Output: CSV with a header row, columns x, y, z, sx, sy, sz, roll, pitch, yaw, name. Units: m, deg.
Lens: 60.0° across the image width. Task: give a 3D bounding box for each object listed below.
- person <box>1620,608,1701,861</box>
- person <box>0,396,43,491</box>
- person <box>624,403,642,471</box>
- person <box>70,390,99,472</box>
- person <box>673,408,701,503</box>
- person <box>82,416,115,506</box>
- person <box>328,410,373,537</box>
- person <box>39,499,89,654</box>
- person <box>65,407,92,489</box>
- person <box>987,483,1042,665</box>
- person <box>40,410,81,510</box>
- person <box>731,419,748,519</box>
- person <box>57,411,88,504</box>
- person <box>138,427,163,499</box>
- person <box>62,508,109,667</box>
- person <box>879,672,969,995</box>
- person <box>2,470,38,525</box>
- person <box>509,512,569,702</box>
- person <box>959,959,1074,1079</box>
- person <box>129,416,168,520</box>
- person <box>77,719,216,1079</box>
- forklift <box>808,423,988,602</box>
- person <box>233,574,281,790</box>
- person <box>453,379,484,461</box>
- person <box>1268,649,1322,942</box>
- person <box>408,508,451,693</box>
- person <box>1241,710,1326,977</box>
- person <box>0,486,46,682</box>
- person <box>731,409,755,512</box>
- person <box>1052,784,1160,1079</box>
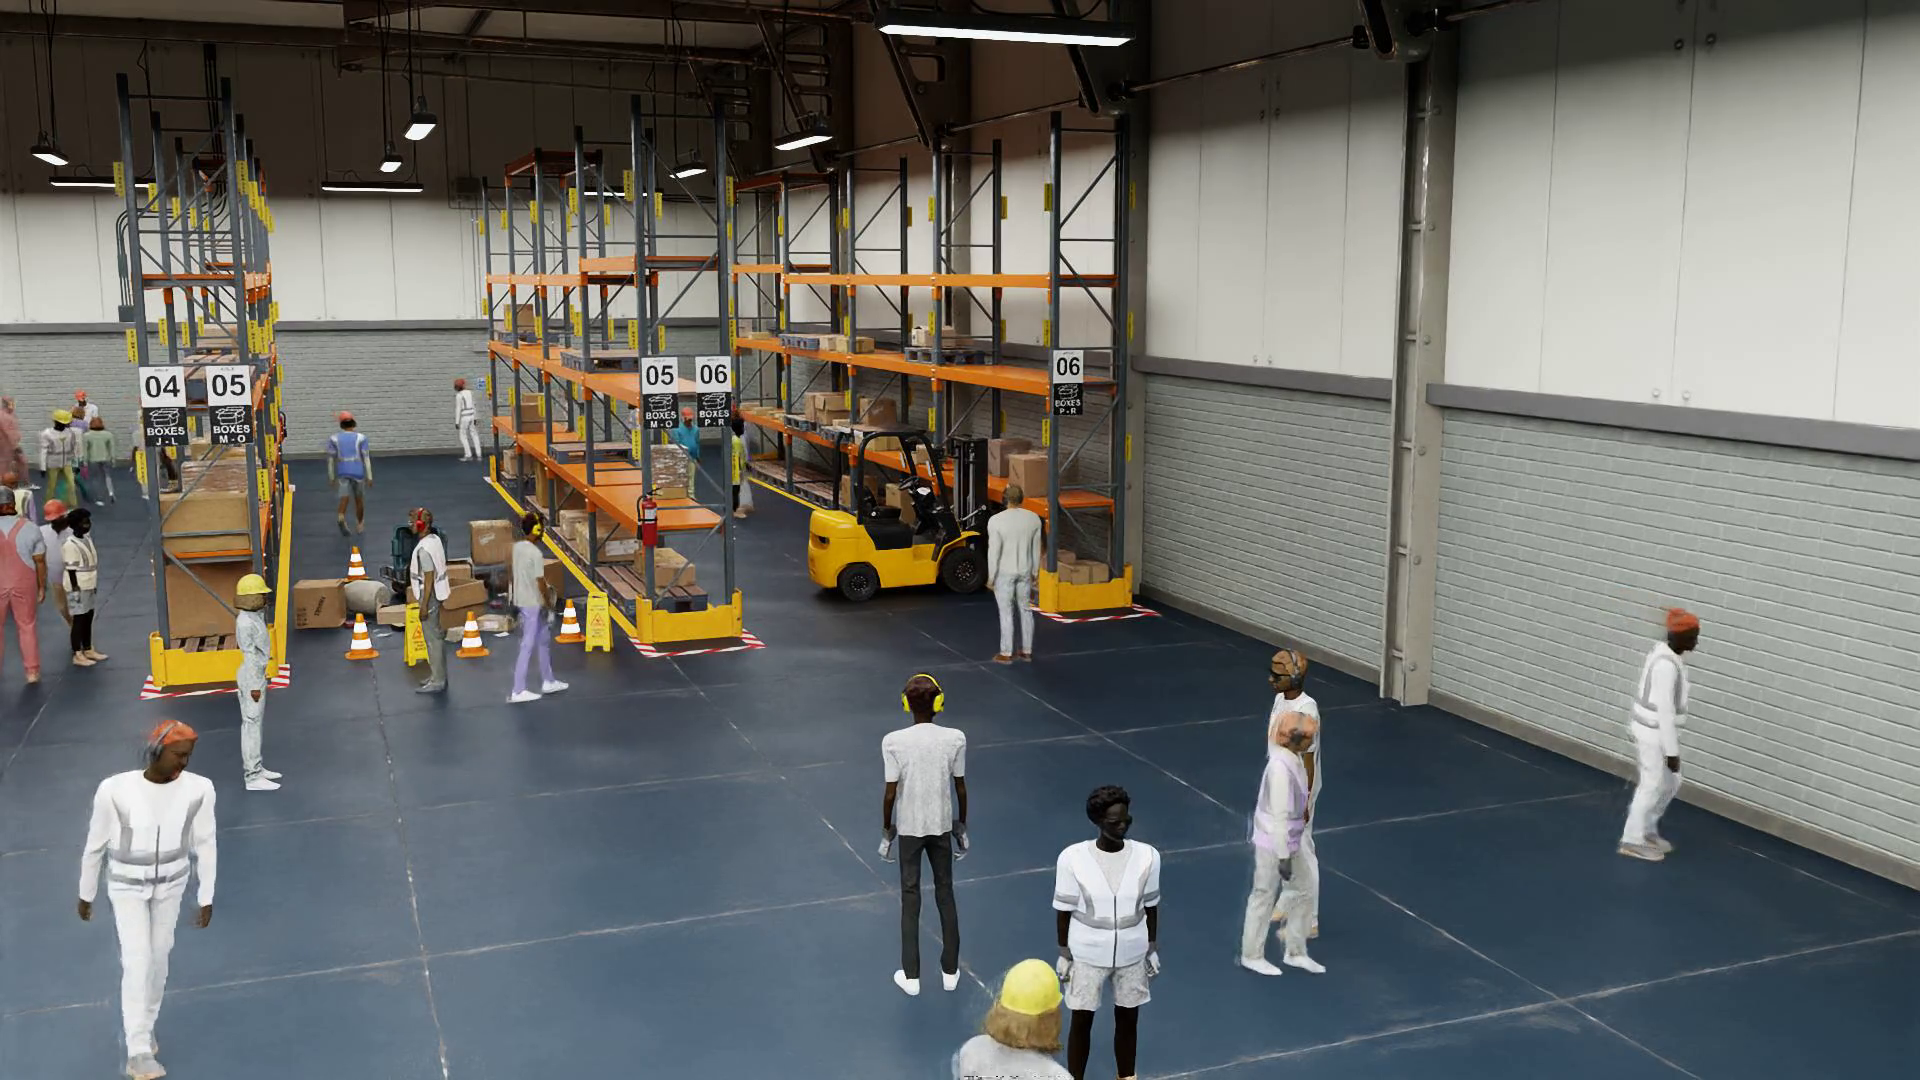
x,y,z,sx,sy,sz,roll,pitch,yaw,name
4.895,1.365,11.641,0.471,1.851,0.620,5,10,28,person
-17.907,-1.798,31.553,0.837,1.859,0.673,-3,9,-17,person
-6.434,-2.009,32.933,0.404,1.837,0.594,-3,9,-18,person
-18.406,-2.286,34.984,0.575,1.739,0.348,-1,9,-9,person
-4.932,-1.527,30.157,0.563,1.751,0.342,-9,13,-44,person
-15.445,-1.411,29.841,0.510,1.620,0.372,-7,11,-38,person
-9.674,-1.043,26.366,0.653,2.006,0.879,-2,9,-14,person
-9.865,0.366,18.410,0.565,1.704,0.696,-1,9,-6,person
-17.178,-1.782,32.269,0.661,1.596,0.378,-4,10,-24,person
0.571,0.358,17.715,0.635,1.937,0.352,-4,10,-26,person
-15.190,-1.257,28.113,0.978,1.856,0.696,6,11,34,person
-3.791,-1.215,28.369,0.322,1.697,0.536,-2,9,-10,person
-16.013,-1.474,29.894,0.564,1.737,0.609,-1,9,-6,person
-14.983,-1.568,30.814,0.314,1.632,0.520,3,9,17,person
-9.302,0.500,17.611,0.319,1.689,0.539,-1,9,-8,person
-0.208,1.687,9.585,0.528,1.864,0.315,-2,9,-13,person
-12.252,-0.095,21.565,0.539,1.614,0.670,-5,10,-27,person
-4.089,0.643,16.237,0.811,1.832,0.564,-7,12,-39,person
0.214,2.327,5.960,0.512,1.726,0.363,7,11,36,person
-13.657,-1.211,27.943,0.522,1.835,0.819,-1,9,-8,person
-4.185,1.850,8.642,0.657,1.832,0.735,-7,12,-39,person
-0.830,-0.399,21.676,2.313,2.155,1.214,-4,10,-21,forklift
-5.675,1.136,13.430,0.299,1.745,0.483,-3,10,-18,person
-10.951,-2.673,37.096,0.526,1.847,0.658,3,9,16,person
2.072,1.575,10.389,0.351,1.837,0.502,-2,9,-12,person
-5.256,0.595,16.516,0.372,1.843,0.570,-2,9,-10,person
1.934,1.784,9.708,0.614,1.609,0.557,3,10,20,person
-9.629,0.448,16.829,0.685,2.000,0.535,-6,11,-35,person
-3.845,-1.386,29.121,0.510,1.805,0.646,-1,9,-5,person
0.717,2.008,8.074,0.541,1.700,0.315,-1,9,-8,person
